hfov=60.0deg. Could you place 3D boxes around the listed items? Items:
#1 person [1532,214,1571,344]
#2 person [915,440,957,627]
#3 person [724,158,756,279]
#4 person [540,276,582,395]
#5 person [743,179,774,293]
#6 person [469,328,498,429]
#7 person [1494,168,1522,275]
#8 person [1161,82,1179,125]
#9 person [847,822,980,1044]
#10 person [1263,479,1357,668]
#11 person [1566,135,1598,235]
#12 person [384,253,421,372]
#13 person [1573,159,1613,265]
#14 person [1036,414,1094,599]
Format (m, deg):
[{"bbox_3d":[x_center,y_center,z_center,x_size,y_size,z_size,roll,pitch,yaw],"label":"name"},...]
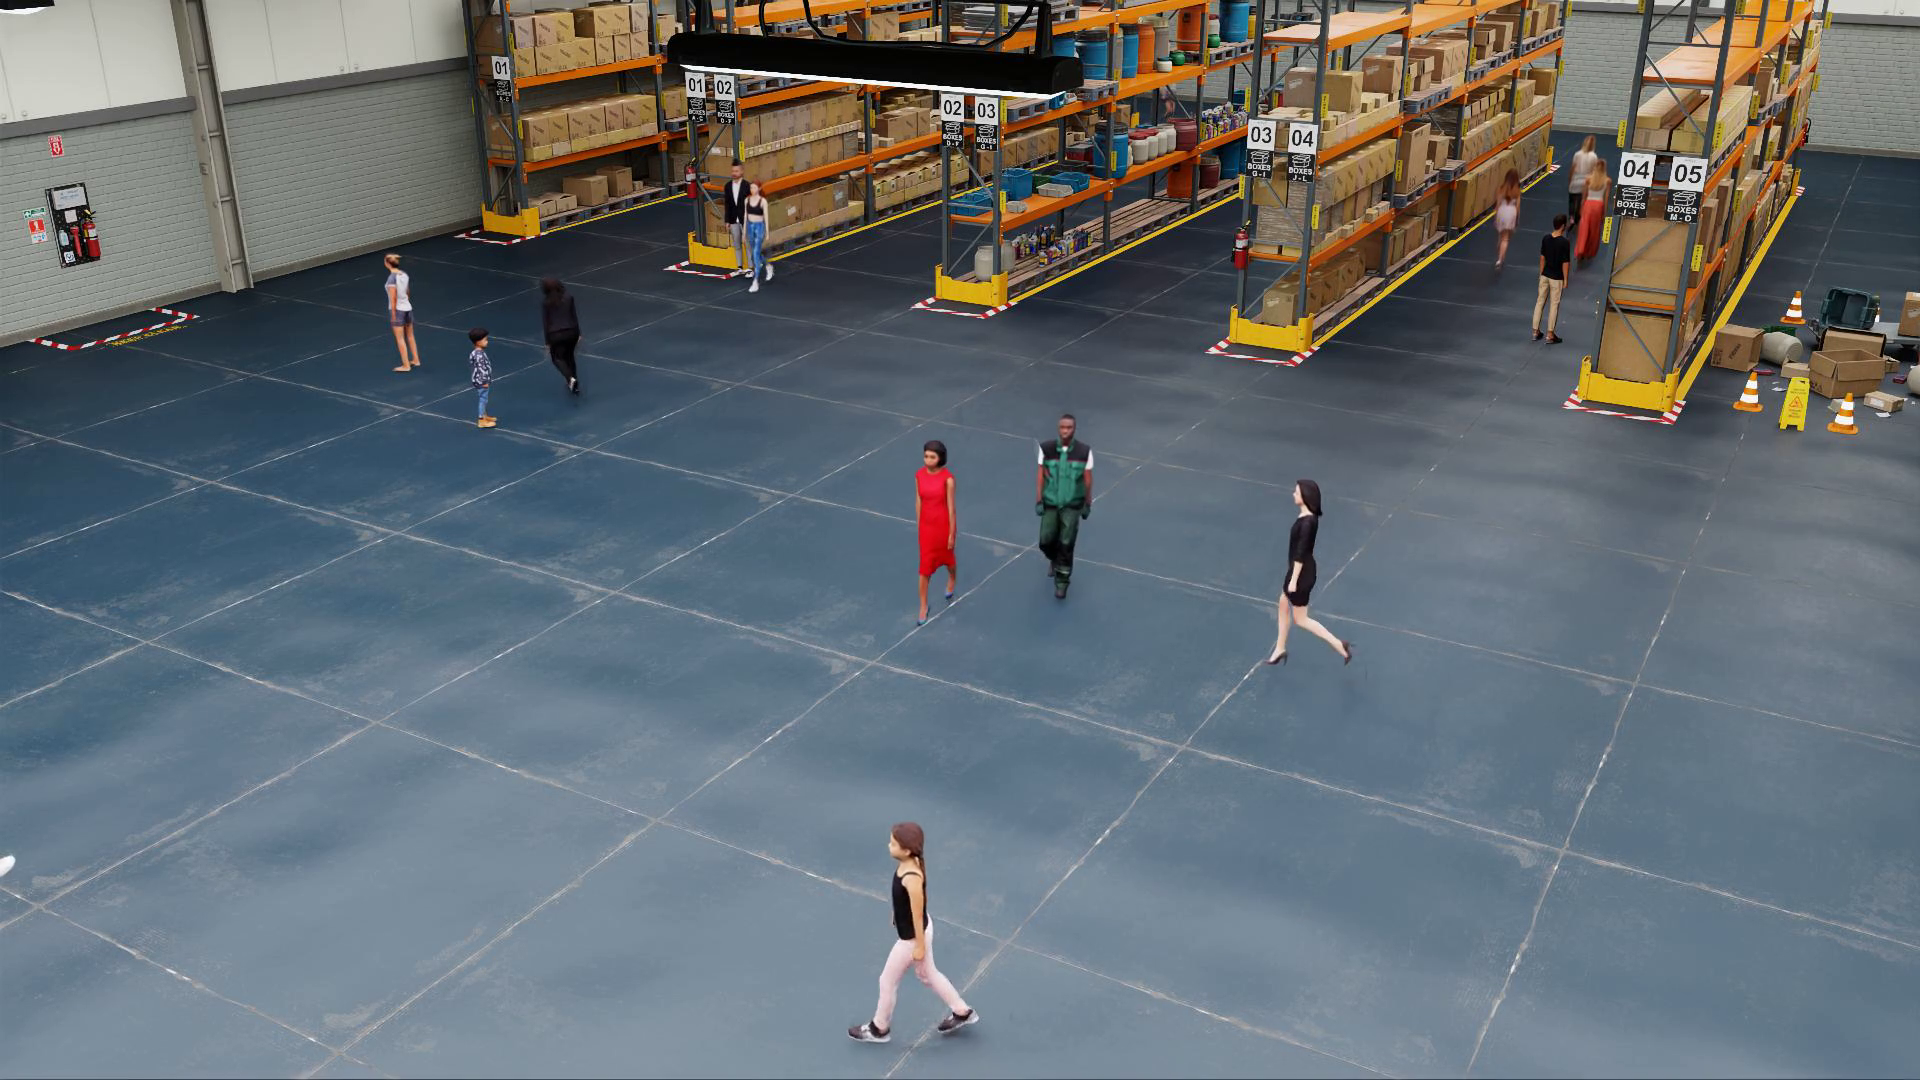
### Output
[{"bbox_3d":[8.559,-3.787,24.022,0.672,1.859,0.702,-16,28,-32],"label":"person"},{"bbox_3d":[-0.170,-0.112,15.586,0.733,1.698,1.130,8,24,18],"label":"person"},{"bbox_3d":[-3.627,-5.345,27.565,0.752,1.954,0.681,7,24,17],"label":"person"},{"bbox_3d":[-5.158,-2.620,21.627,0.916,1.587,0.916,-15,27,-31],"label":"person"},{"bbox_3d":[-3.249,-4.936,26.856,0.636,1.756,1.158,10,25,23],"label":"person"},{"bbox_3d":[-5.941,-2.021,20.647,0.630,1.250,0.562,-4,23,-10],"label":"person"},{"bbox_3d":[9.054,-5.244,27.613,0.598,1.731,1.140,11,26,25],"label":"person"},{"bbox_3d":[5.145,-10.989,41.242,0.683,1.638,0.812,-21,31,-40],"label":"person"},{"bbox_3d":[-0.209,2.372,9.962,0.925,1.529,1.026,1,23,1],"label":"person"},{"bbox_3d":[3.031,0.364,14.366,0.850,1.777,1.026,6,24,13],"label":"person"},{"bbox_3d":[11.301,-6.419,30.292,0.748,1.797,1.090,7,24,17],"label":"person"},{"bbox_3d":[-7.660,-3.130,22.779,0.680,1.623,0.515,7,24,16],"label":"person"},{"bbox_3d":[10.731,-5.541,28.272,0.633,1.762,1.185,13,26,28],"label":"person"},{"bbox_3d":[0.993,-0.369,16.021,0.869,1.830,0.981,3,23,8],"label":"person"}]
